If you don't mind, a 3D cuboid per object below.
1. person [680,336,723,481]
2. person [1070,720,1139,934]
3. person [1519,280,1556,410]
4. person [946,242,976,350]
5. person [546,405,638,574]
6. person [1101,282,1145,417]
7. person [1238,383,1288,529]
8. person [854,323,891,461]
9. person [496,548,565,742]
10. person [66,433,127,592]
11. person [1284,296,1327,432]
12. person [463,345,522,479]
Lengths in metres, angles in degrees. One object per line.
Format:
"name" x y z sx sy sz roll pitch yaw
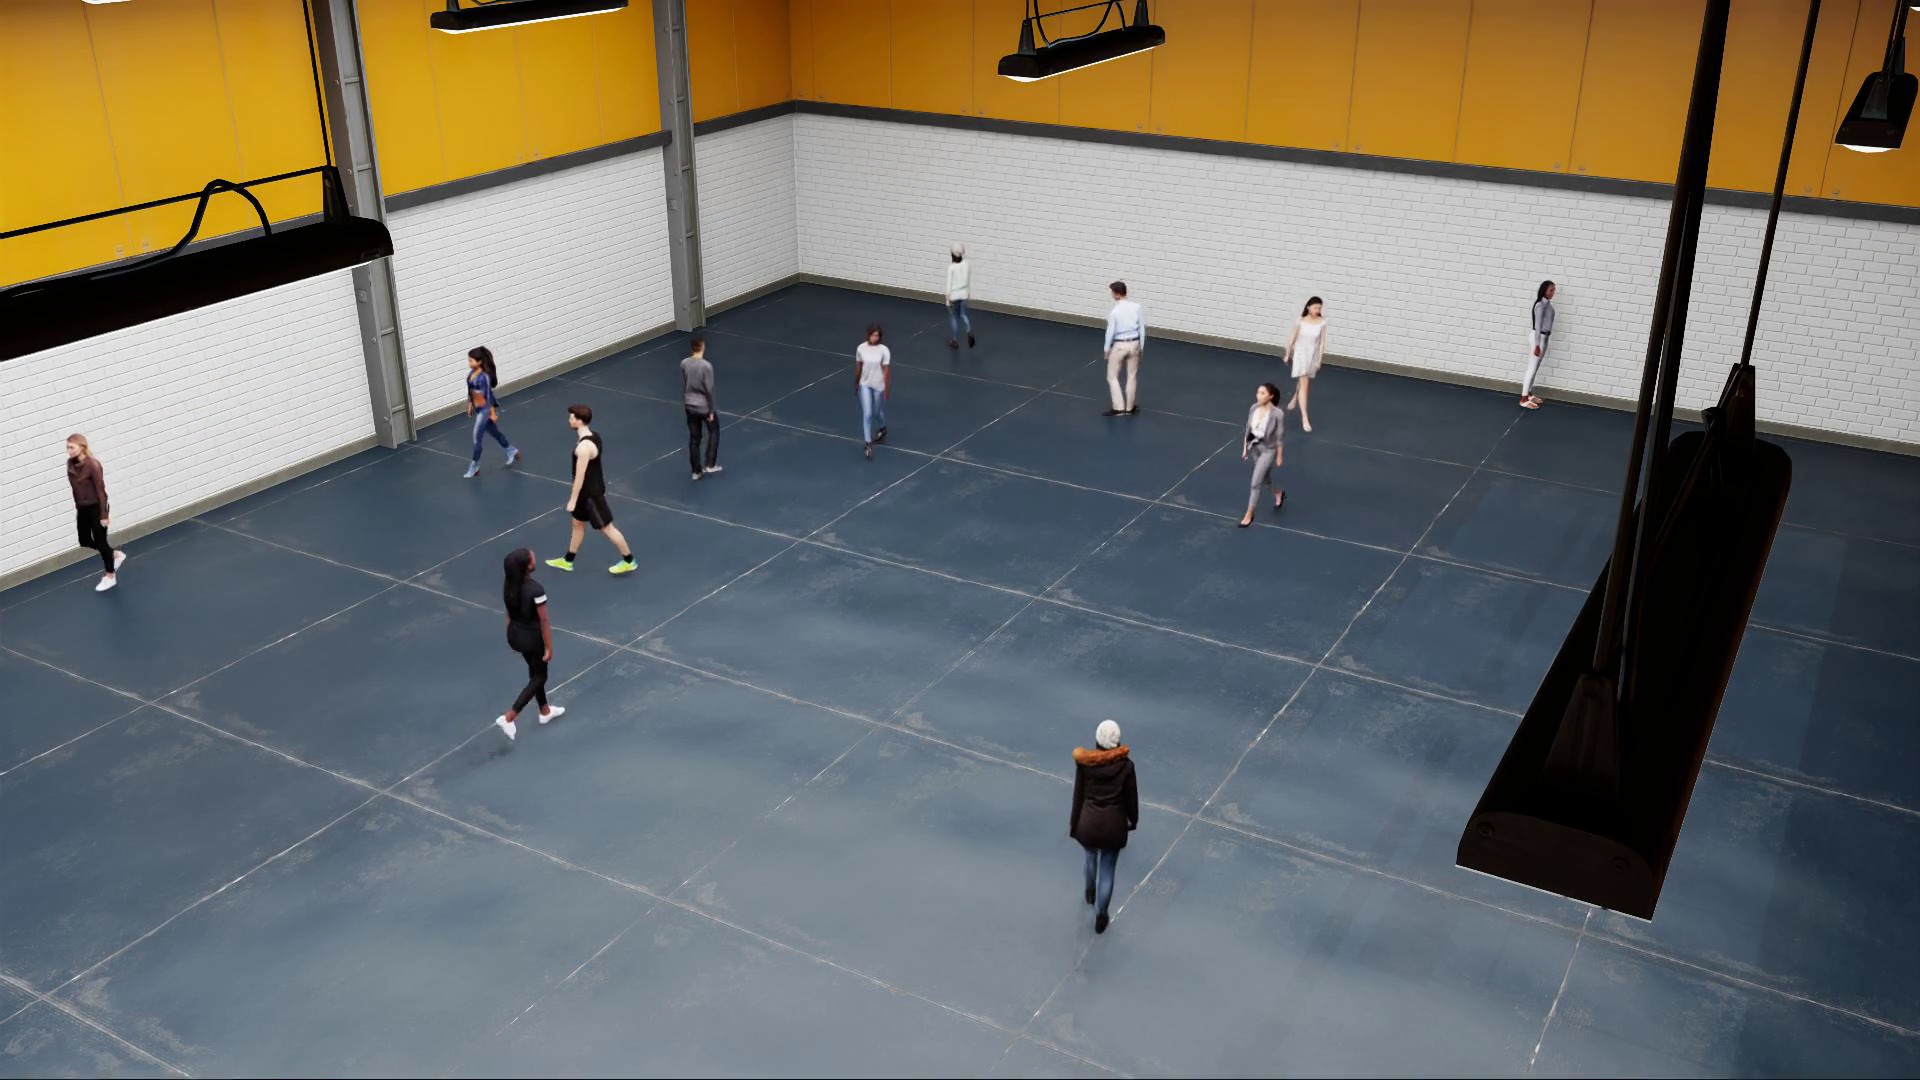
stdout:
"person" -3.144 -1.549 19.848 0.691 1.745 0.718 6 24 14
"person" 0.999 2.052 11.774 0.790 1.613 0.907 4 24 9
"person" 7.792 -2.658 22.411 0.648 1.723 0.447 14 27 29
"person" 0.019 -3.608 24.689 0.892 1.639 0.863 -15 28 -31
"person" -3.746 -0.471 17.260 1.199 1.842 1.215 -3 24 -7
"person" 2.199 -2.527 21.978 0.877 1.830 0.945 -1 24 -1
"person" 3.468 -0.972 18.657 1.169 1.641 0.876 -17 29 -34
"person" -1.079 -1.899 20.739 0.939 1.671 1.202 5 24 12
"person" -3.760 0.909 14.269 0.646 1.709 1.037 15 28 30
"person" -8.861 -0.328 17.119 0.652 1.693 0.724 11 26 23
"person" 4.469 -2.333 21.680 1.052 1.713 1.259 2 24 4
"person" -5.675 -1.559 20.074 1.104 1.581 0.833 -21 31 -39
